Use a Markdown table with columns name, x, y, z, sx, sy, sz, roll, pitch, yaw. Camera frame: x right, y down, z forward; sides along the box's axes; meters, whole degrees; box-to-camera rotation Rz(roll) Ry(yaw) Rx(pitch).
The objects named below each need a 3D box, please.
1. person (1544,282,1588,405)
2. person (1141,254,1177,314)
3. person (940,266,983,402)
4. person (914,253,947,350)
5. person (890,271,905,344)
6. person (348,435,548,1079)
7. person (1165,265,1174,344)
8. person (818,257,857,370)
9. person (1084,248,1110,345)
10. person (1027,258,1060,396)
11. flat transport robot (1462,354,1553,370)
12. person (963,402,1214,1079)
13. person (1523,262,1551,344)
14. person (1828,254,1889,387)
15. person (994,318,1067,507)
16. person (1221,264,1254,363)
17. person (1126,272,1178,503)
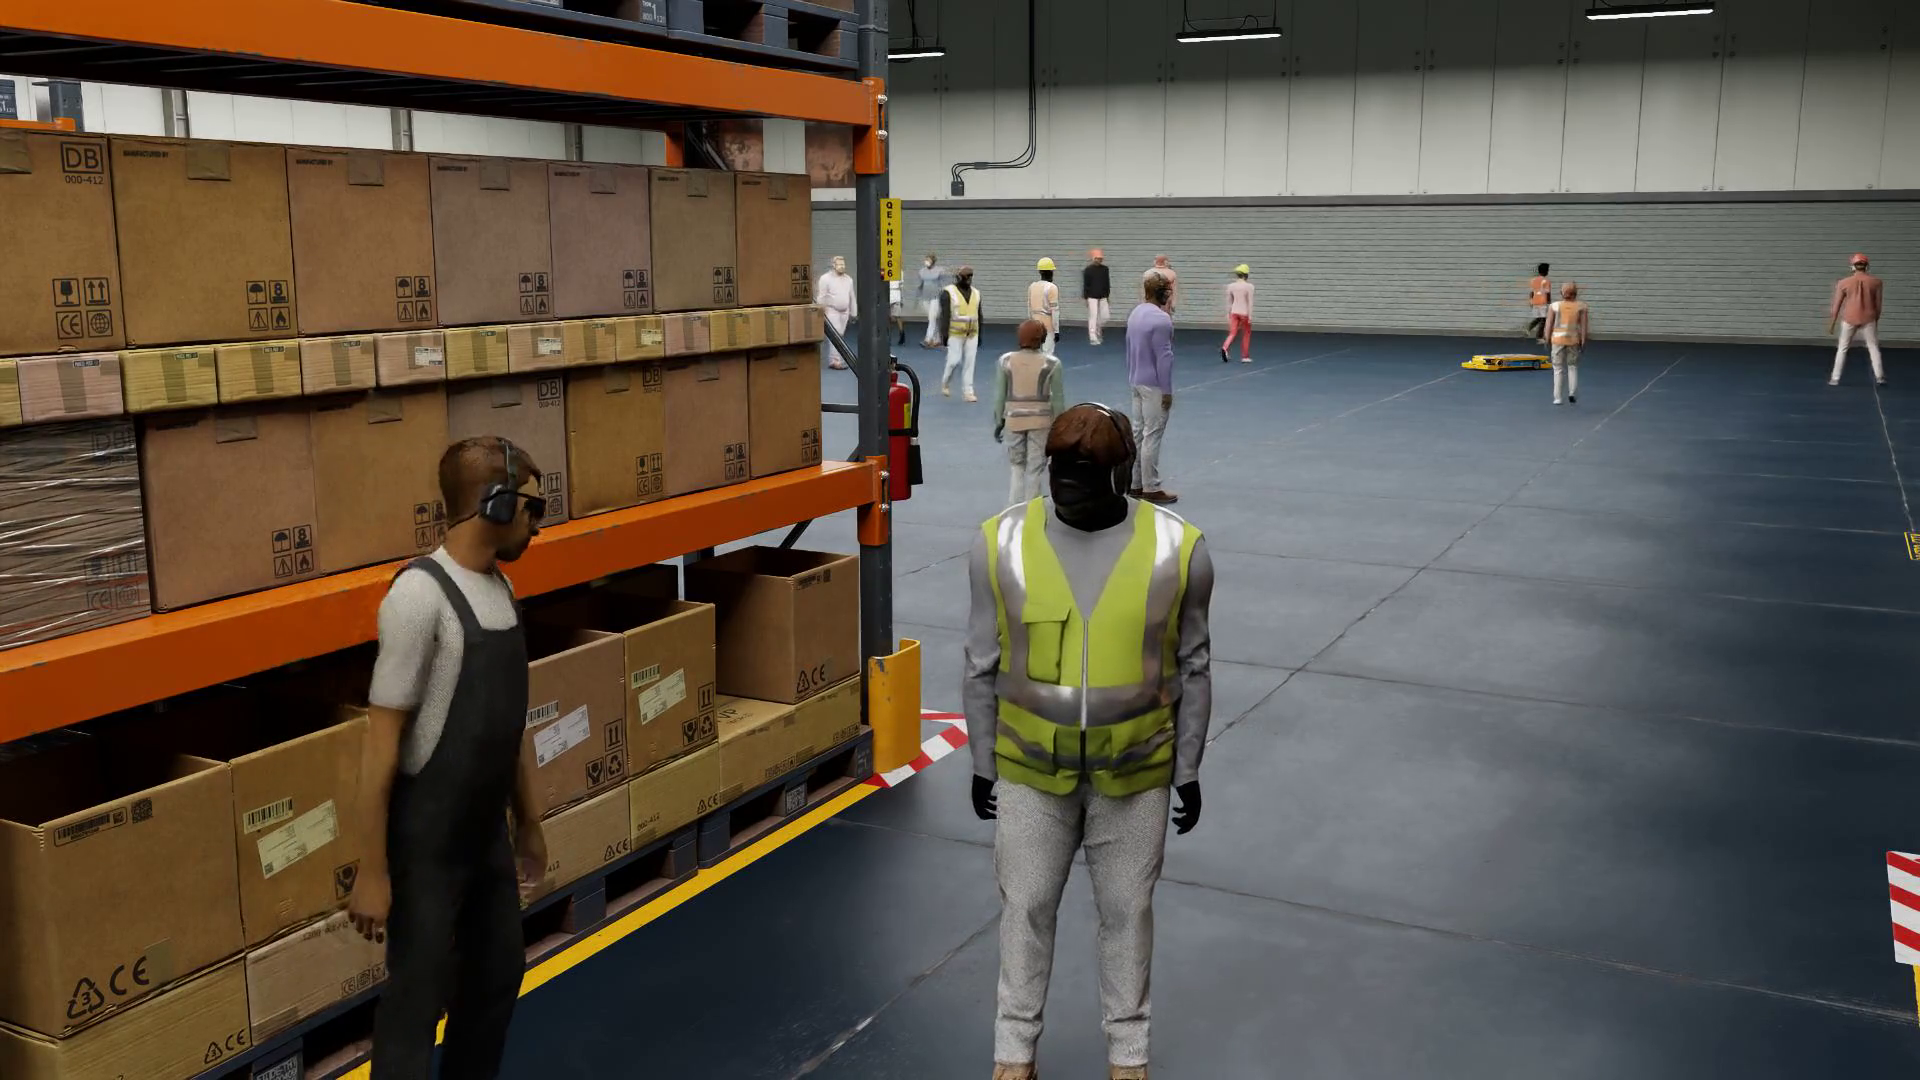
| name | x | y | z | sx | sy | sz | roll | pitch | yaw |
| --- | --- | --- | --- | --- | --- | --- | --- | --- | --- |
| person | 8.030 | -2.606 | 22.095 | 0.523 | 1.627 | 0.400 | 2 | 11 | 9 |
| person | 3.757 | -4.479 | 31.604 | 0.649 | 1.885 | 0.679 | -1 | 10 | -5 |
| person | 0.020 | -2.783 | 22.495 | 0.646 | 1.830 | 0.547 | -6 | 12 | -29 |
| person | -0.620 | -4.704 | 32.812 | 0.659 | 1.886 | 1.005 | 6 | 12 | 31 |
| person | -1.365 | -4.858 | 33.561 | 0.549 | 1.918 | 0.785 | -4 | 11 | -22 |
| person | -1.141 | 0.692 | 3.656 | 0.349 | 1.807 | 0.690 | 2 | 11 | 12 |
| person | 4.248 | -4.848 | 34.290 | 0.279 | 1.634 | 0.497 | -1 | 10 | -6 |
| person | -1.956 | -3.758 | 27.666 | 0.679 | 1.873 | 0.877 | -9 | 14 | -40 |
| person | 2.823 | -4.985 | 34.100 | 0.637 | 1.974 | 0.433 | -6 | 12 | -29 |
| person | 1.187 | -2.964 | 23.210 | 0.360 | 1.930 | 0.589 | -8 | 13 | -38 |
| flat transport robot | 9.199 | -2.991 | 27.881 | 1.431 | 0.197 | 0.652 | -5 | 11 | -23 |
| person | 0.317 | 0.571 | 4.186 | 0.624 | 1.841 | 0.430 | 1 | 10 | 5 |
| person | 11.969 | -4.877 | 34.332 | 0.415 | 1.686 | 0.539 | -3 | 11 | -16 |
| person | 13.406 | -3.258 | 24.745 | 0.805 | 1.966 | 0.548 | 5 | 12 | 25 |
| person | 0.538 | -0.842 | 12.450 | 0.545 | 1.620 | 0.455 | 4 | 11 | 19 |
| person | 4.891 | -3.968 | 29.196 | 0.528 | 1.746 | 0.713 | 9 | 13 | 39 |
| person | 1.610 | -1.280 | 14.006 | 0.355 | 1.936 | 0.635 | -4 | 11 | -20 |
